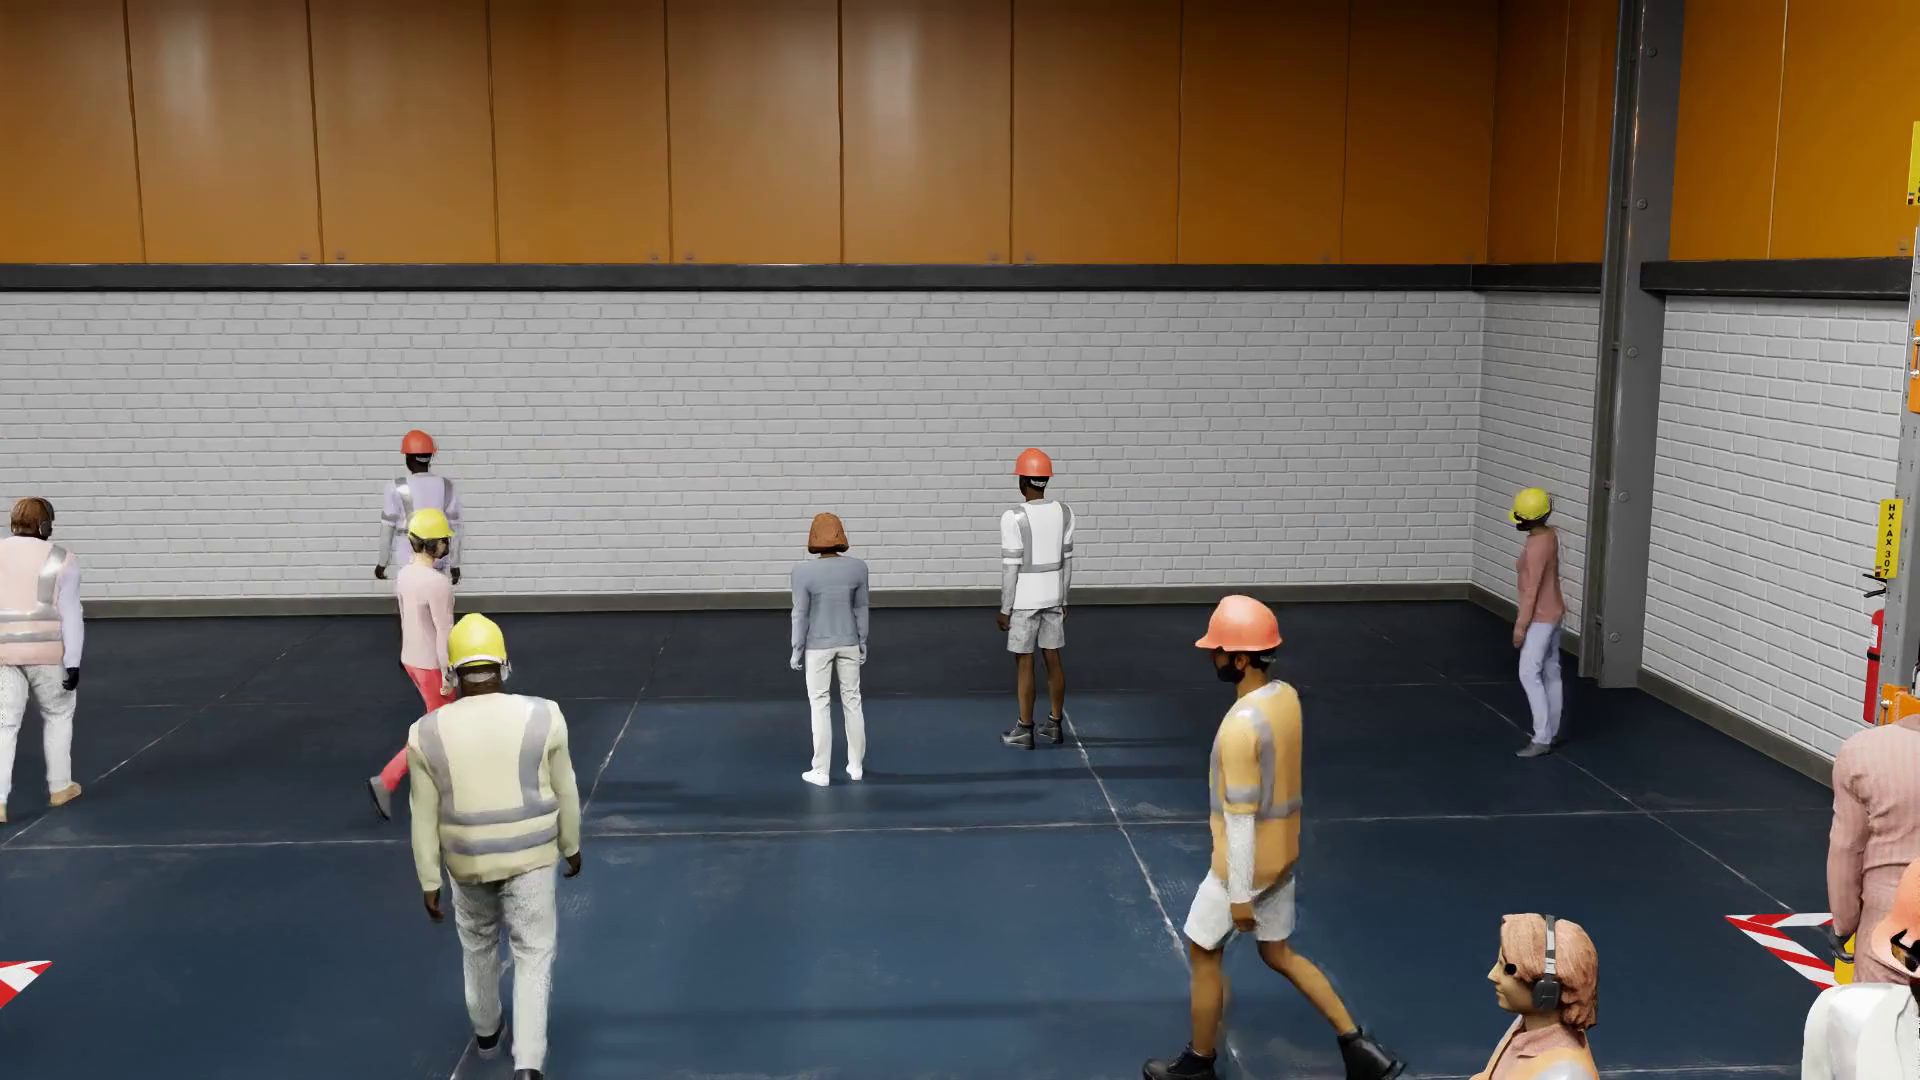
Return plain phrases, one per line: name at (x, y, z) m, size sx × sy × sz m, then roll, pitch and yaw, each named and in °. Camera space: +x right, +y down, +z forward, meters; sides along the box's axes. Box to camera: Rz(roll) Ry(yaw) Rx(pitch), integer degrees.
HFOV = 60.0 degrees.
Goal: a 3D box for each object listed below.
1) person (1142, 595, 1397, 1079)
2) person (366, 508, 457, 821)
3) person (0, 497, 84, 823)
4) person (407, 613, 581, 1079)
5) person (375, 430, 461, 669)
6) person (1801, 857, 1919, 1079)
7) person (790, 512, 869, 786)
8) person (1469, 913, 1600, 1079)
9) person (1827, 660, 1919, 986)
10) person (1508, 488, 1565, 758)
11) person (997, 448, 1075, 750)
person at (1.121, 1.142, 5.983) m, size 0.859 × 1.910 × 0.554 m, roll 6°, pitch 11°, yaw 35°
person at (-3.005, 0.691, 9.314) m, size 0.740 × 1.745 × 0.540 m, roll -8°, pitch 12°, yaw -42°
person at (-5.255, 0.675, 9.321) m, size 0.635 × 1.789 × 0.697 m, roll -1°, pitch 9°, yaw -9°
person at (-1.718, 1.162, 6.178) m, size 0.595 × 1.802 × 0.857 m, roll -1°, pitch 9°, yaw -7°
person at (-3.986, 0.130, 12.397) m, size 0.564 × 1.900 × 0.992 m, roll -9°, pitch 13°, yaw -44°
person at (1.815, 1.533, 3.101) m, size 0.394 × 2.038 × 0.605 m, roll -8°, pitch 12°, yaw -41°
person at (-0.777, 0.648, 9.924) m, size 0.502 × 1.631 × 0.286 m, roll -5°, pitch 10°, yaw -26°
person at (1.291, 1.627, 3.749) m, size 0.311 × 1.642 × 0.513 m, roll 2°, pitch 9°, yaw 12°
person at (3.122, 1.244, 5.328) m, size 0.642 × 1.909 × 0.410 m, roll 5°, pitch 11°, yaw 31°
person at (3.685, 0.500, 10.589) m, size 0.338 × 1.720 × 0.683 m, roll 6°, pitch 11°, yaw 31°
person at (0.469, 0.377, 10.670) m, size 0.542 × 1.938 × 0.357 m, roll -6°, pitch 11°, yaw -33°
